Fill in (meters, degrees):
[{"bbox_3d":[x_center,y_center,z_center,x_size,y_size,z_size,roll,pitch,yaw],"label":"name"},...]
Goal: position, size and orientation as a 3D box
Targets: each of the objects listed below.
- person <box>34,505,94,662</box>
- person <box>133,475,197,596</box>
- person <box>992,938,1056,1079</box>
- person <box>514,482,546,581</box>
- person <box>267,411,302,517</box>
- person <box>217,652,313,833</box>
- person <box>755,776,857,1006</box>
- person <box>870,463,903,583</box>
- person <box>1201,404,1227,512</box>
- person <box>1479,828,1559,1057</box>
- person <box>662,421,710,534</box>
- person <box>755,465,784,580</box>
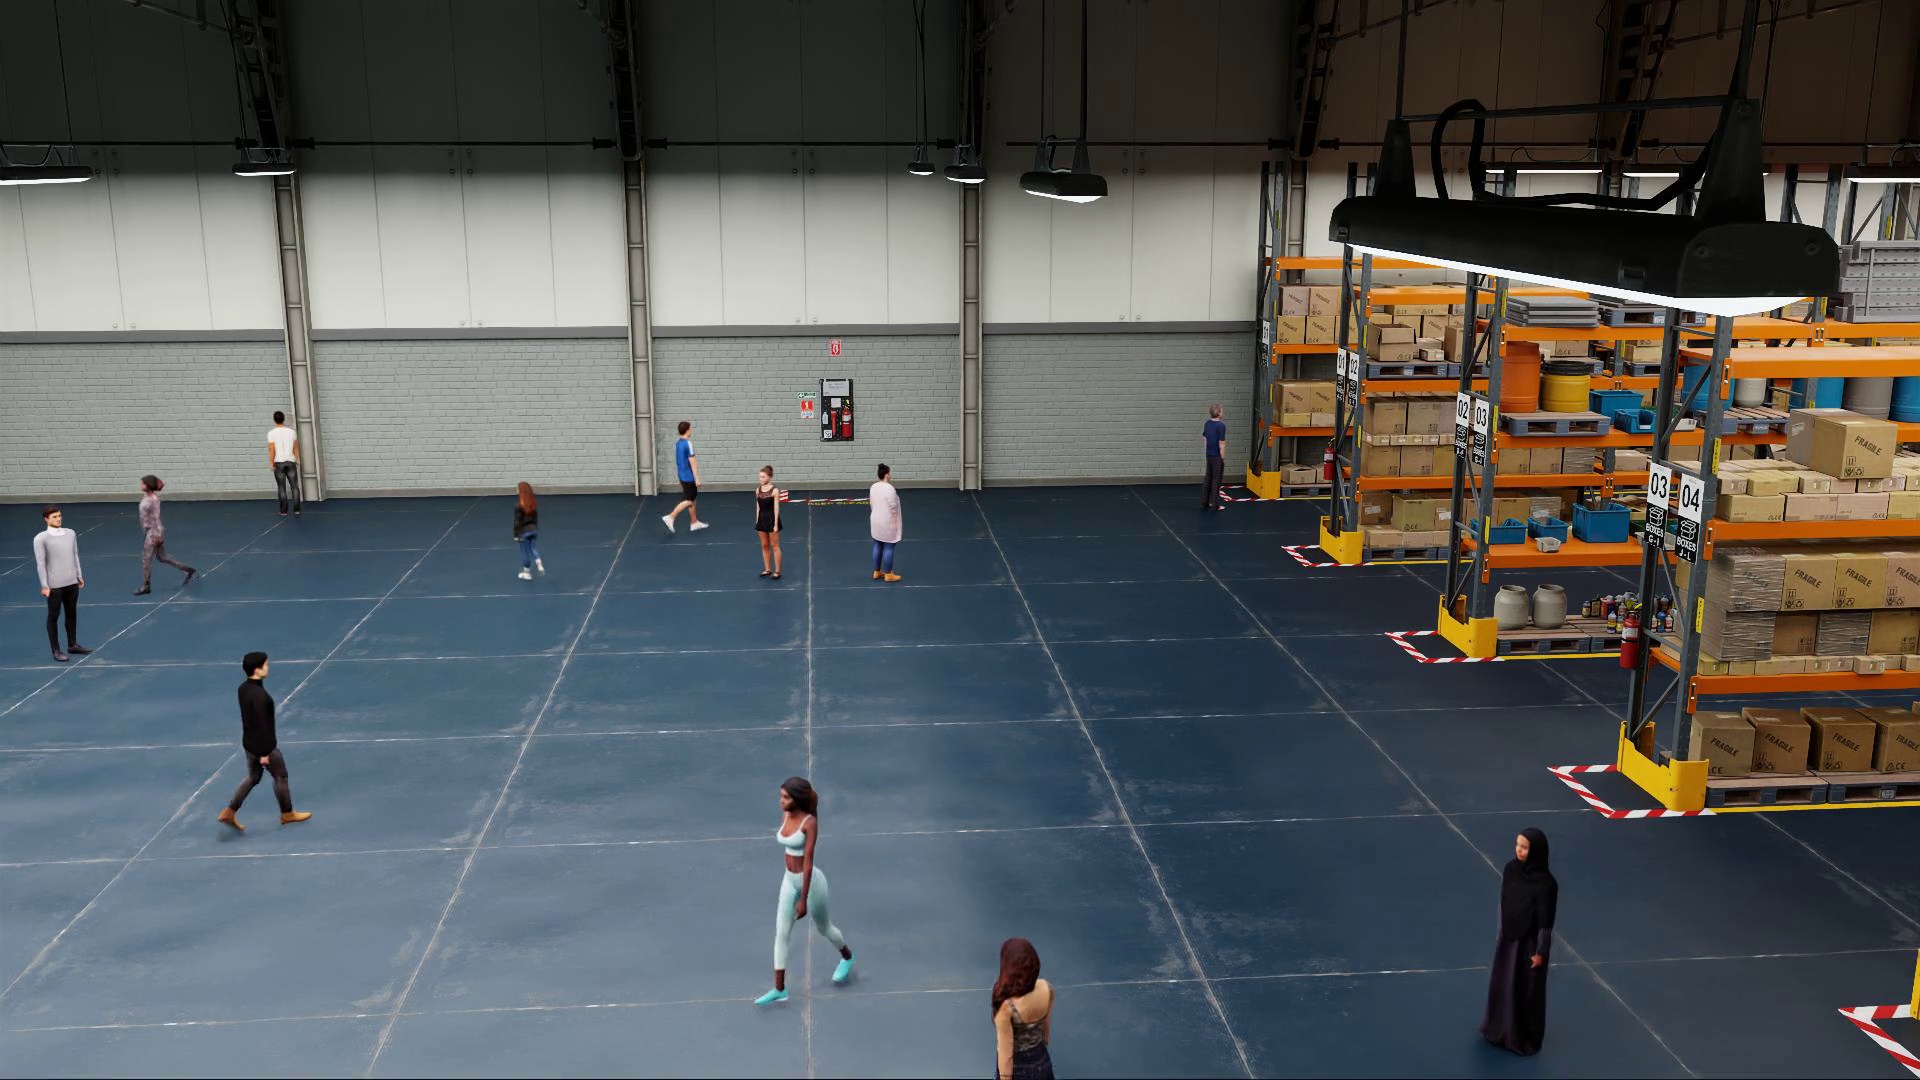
[{"bbox_3d":[-11.162,0.504,20.618,0.827,1.923,0.838,6,14,23],"label":"person"},{"bbox_3d":[-11.376,-0.078,23.662,1.167,1.684,1.033,-12,18,-42],"label":"person"},{"bbox_3d":[0.444,3.153,9.569,1.041,1.746,0.987,-10,16,-36],"label":"person"},{"bbox_3d":[-6.288,-0.129,24.339,0.827,1.478,0.765,9,16,35],"label":"person"},{"bbox_3d":[-11.716,-1.337,28.838,0.660,1.801,0.782,-9,16,-35],"label":"person"},{"bbox_3d":[-6.483,1.859,15.236,1.046,1.711,1.148,13,18,43],"label":"person"},{"bbox_3d":[-1.078,2.561,12.251,1.145,1.690,1.022,-12,18,-43],"label":"person"},{"bbox_3d":[-1.110,-0.270,24.358,0.836,1.743,0.799,-12,18,-42],"label":"person"},{"bbox_3d":[4.476,-1.459,29.210,0.693,1.870,0.725,-7,15,-29],"label":"person"},{"bbox_3d":[3.936,2.761,11.551,0.717,1.616,0.698,-7,15,-28],"label":"person"},{"bbox_3d":[-4.545,-1.013,27.337,1.205,1.847,0.989,-9,16,-34],"label":"person"},{"bbox_3d":[-2.810,-0.269,24.495,0.678,1.681,0.752,8,15,32],"label":"person"}]
